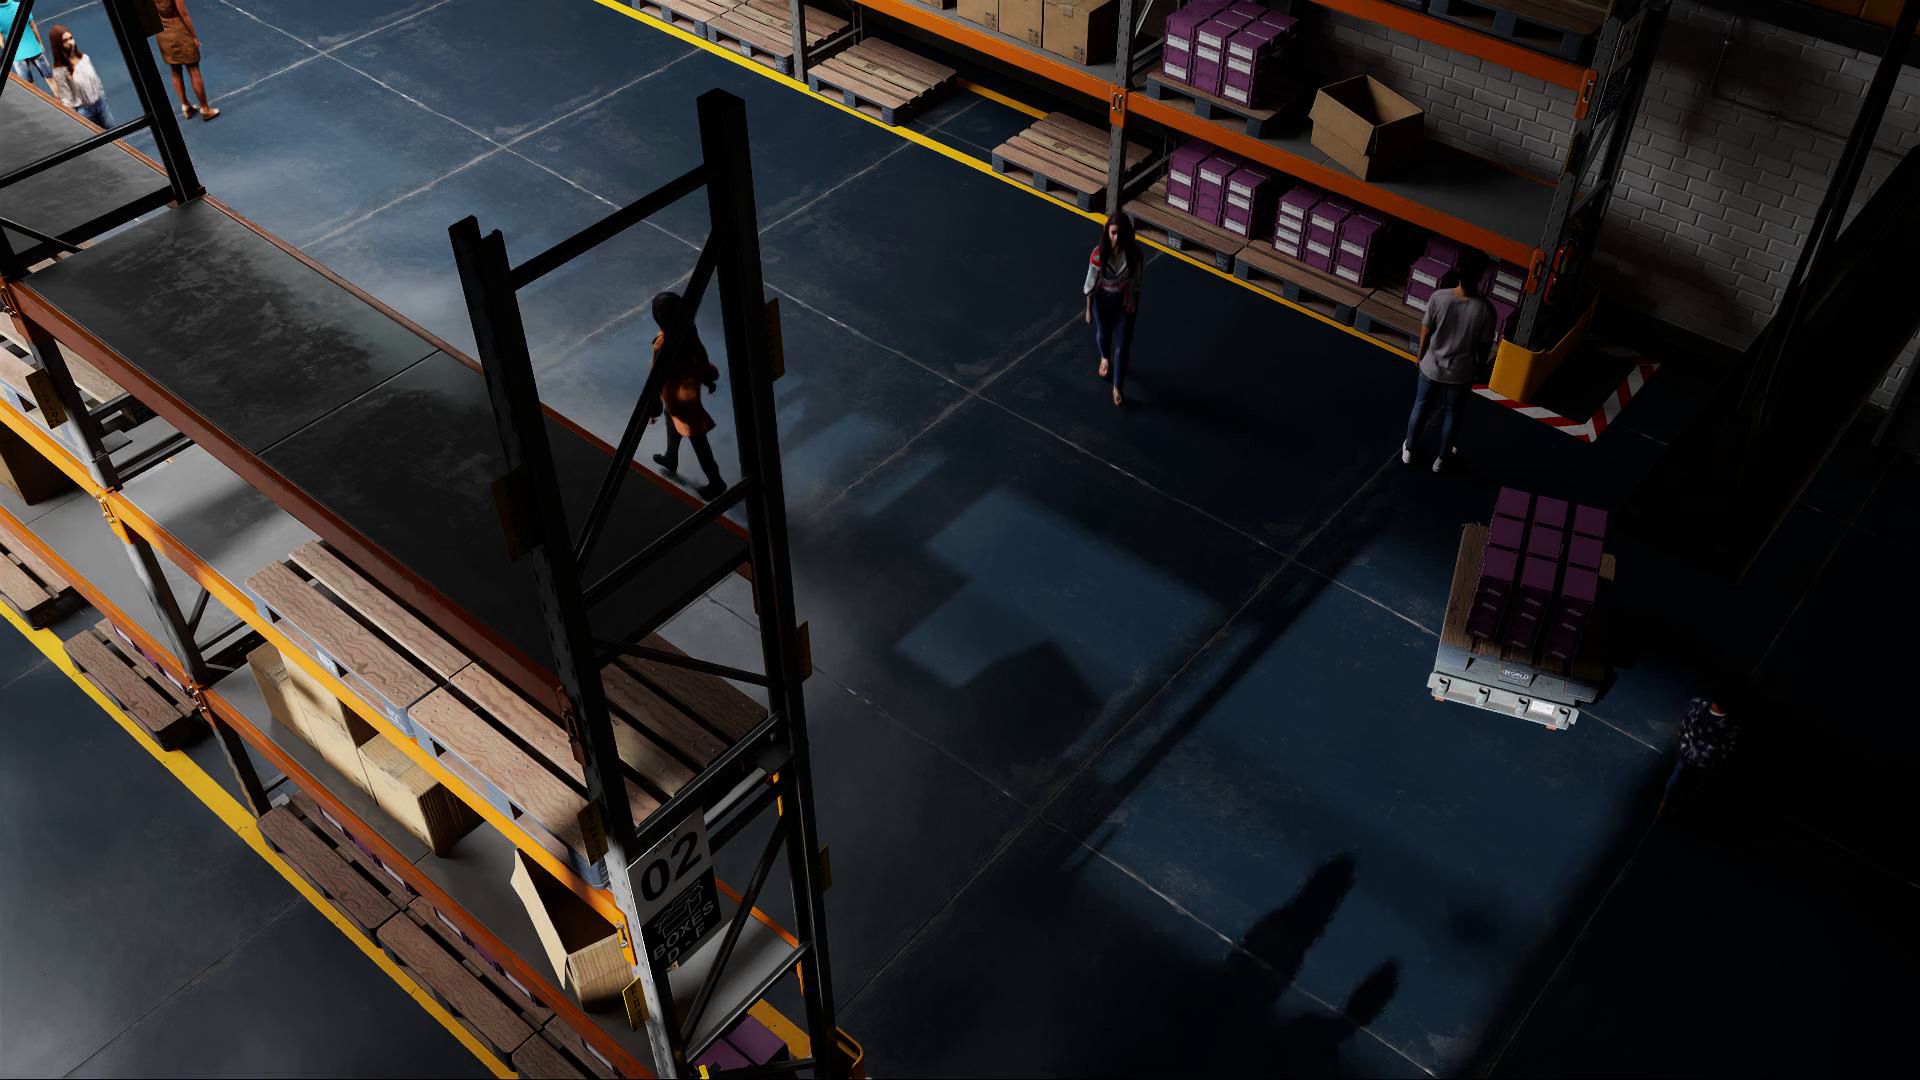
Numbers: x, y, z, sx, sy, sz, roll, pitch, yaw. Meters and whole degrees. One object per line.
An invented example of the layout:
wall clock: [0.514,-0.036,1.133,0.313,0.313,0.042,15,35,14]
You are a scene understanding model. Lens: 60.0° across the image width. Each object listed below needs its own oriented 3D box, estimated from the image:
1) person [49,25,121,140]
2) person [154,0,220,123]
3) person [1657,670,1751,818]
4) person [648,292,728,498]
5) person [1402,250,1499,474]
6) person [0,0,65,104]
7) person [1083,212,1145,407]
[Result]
person: [-7.915,-3.836,15.045,0.933,1.718,0.708,19,47,19]
person: [-7.632,-4.883,16.170,0.589,1.684,0.699,9,44,9]
person: [4.440,1.272,10.027,0.615,1.244,0.500,-26,49,-25]
person: [-1.933,-1.029,12.118,1.036,1.693,0.929,17,46,17]
person: [3.614,-1.315,12.276,0.594,1.889,0.790,18,47,18]
person: [-9.145,-4.800,16.253,0.556,1.448,0.536,-29,51,-27]
person: [1.215,-1.926,13.138,0.957,1.584,0.967,3,44,3]
